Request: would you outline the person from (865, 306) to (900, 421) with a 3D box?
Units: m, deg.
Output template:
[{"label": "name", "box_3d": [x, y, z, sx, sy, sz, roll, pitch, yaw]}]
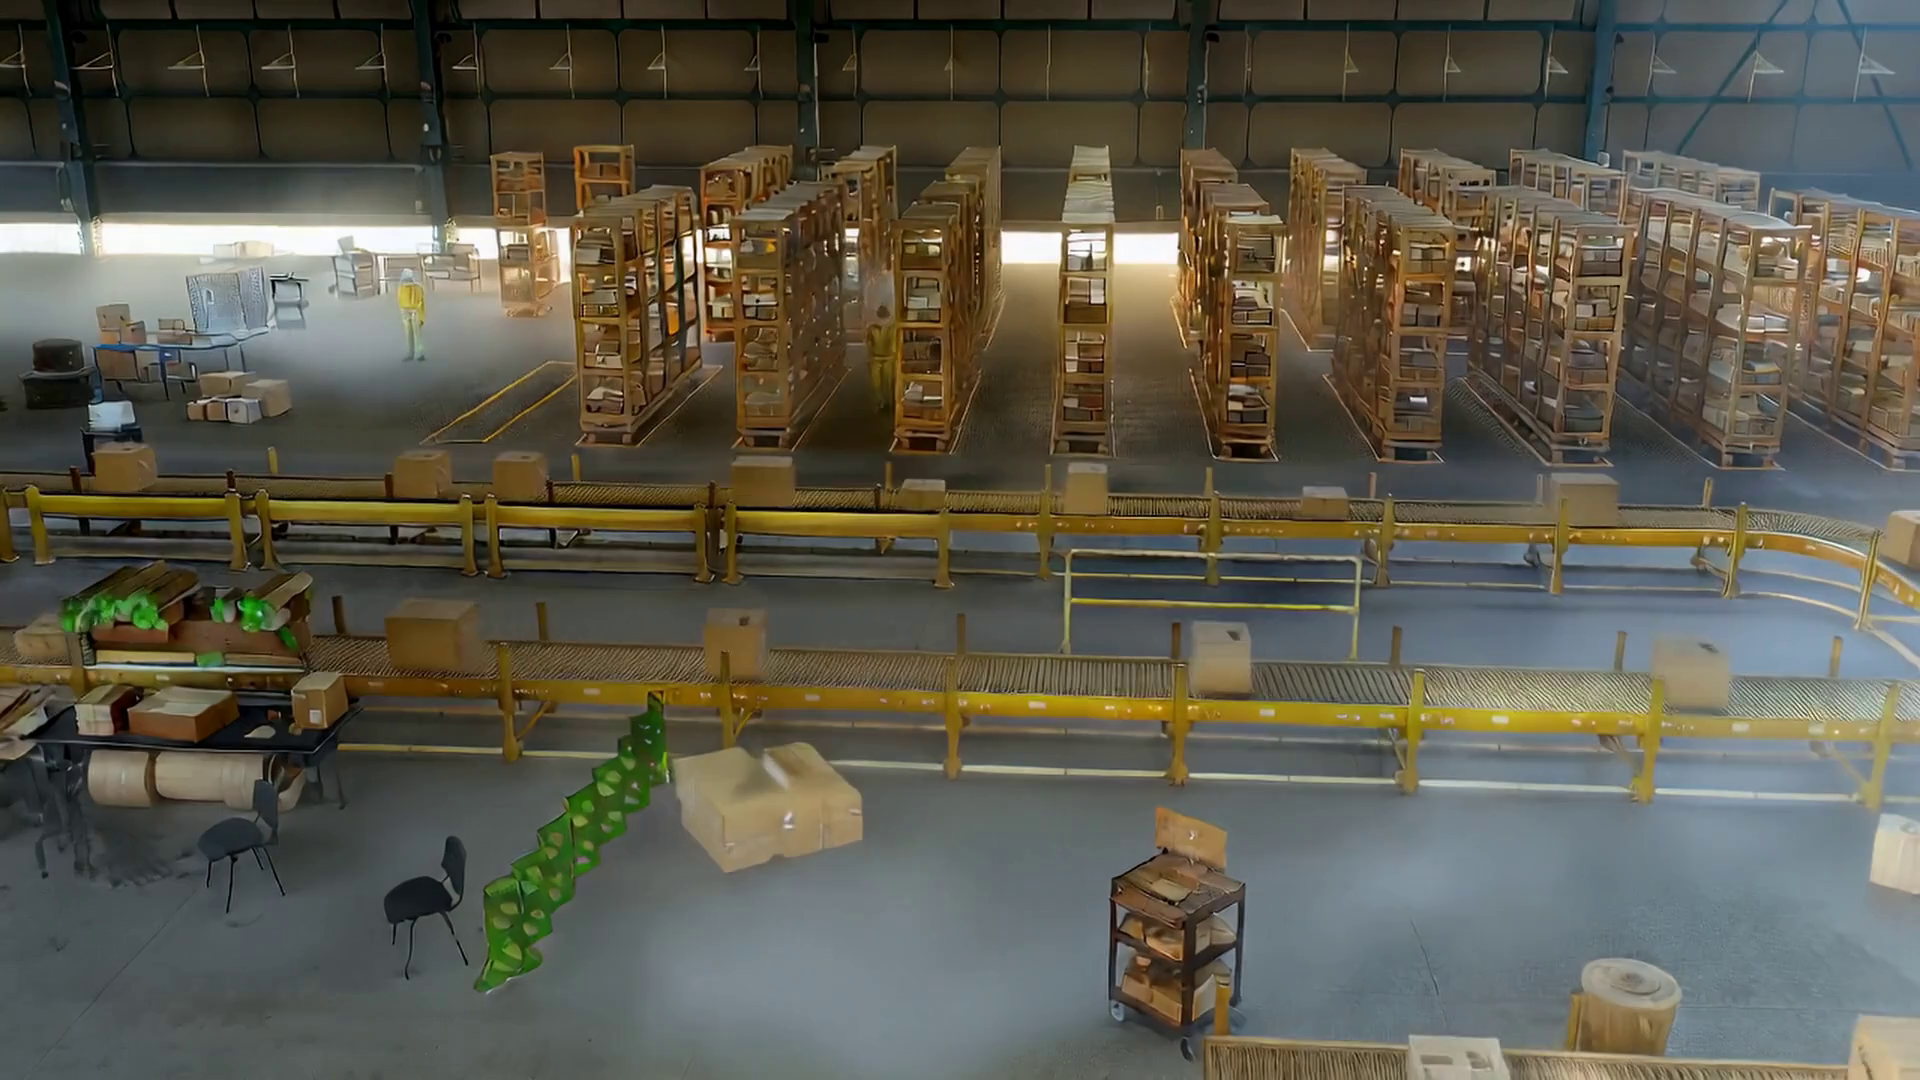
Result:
[{"label": "person", "box_3d": [-1.278, -2.979, 27.849, 0.624, 1.933, 0.596, 1, 18, 2]}]

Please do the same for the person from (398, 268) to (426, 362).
[{"label": "person", "box_3d": [-10.716, -4.396, 32.507, 0.589, 1.834, 0.403, 6, 18, 18]}]

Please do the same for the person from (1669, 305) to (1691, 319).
[{"label": "person", "box_3d": [13.339, -3.982, 31.221, 0.854, 1.808, 0.602, -1, 18, -3]}]
